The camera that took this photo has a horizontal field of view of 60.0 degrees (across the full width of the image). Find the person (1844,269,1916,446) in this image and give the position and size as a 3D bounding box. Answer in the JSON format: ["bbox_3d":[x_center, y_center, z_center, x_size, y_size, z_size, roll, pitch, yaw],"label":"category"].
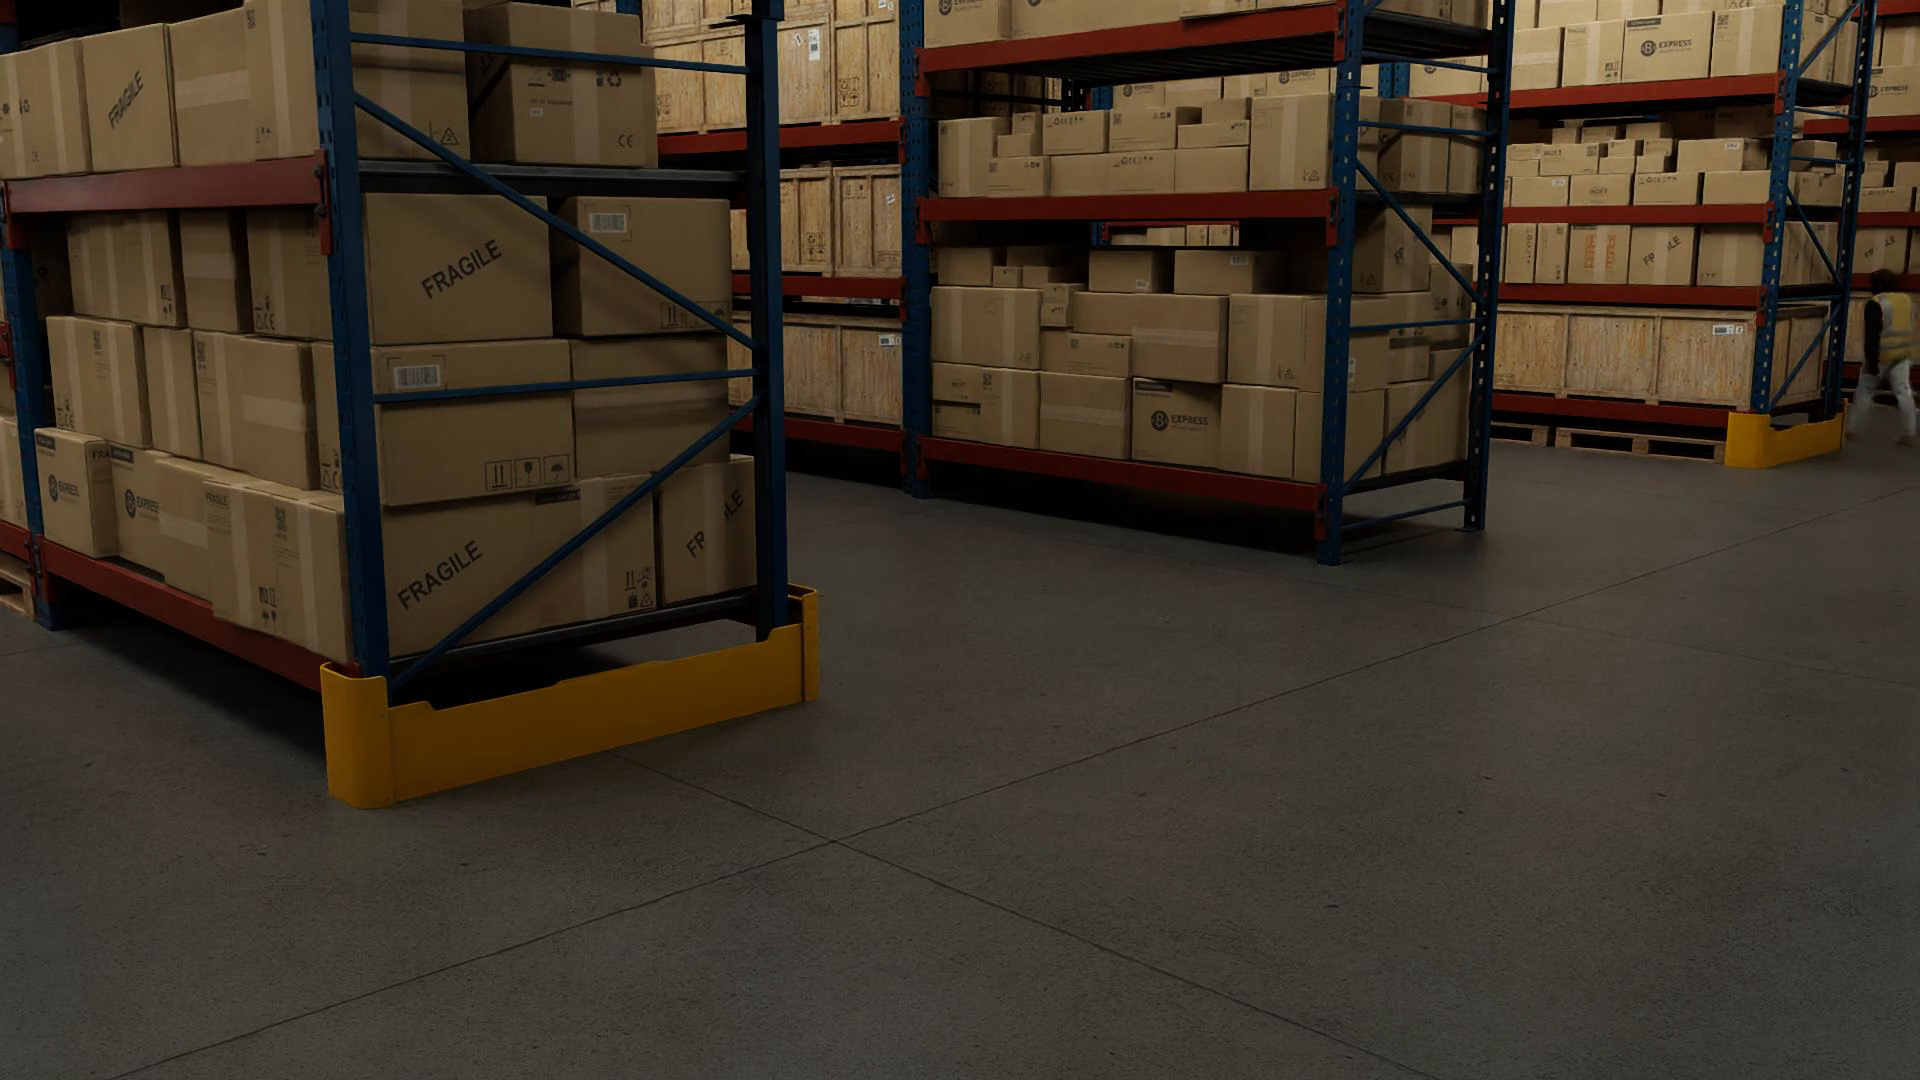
[{"bbox_3d":[9.444,-1.866,17.045,0.675,1.782,0.957,-4,11,-20],"label":"person"}]

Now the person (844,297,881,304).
[{"bbox_3d":[-1.263,-2.623,21.001,0.599,1.836,0.404,9,14,41],"label":"person"}]
